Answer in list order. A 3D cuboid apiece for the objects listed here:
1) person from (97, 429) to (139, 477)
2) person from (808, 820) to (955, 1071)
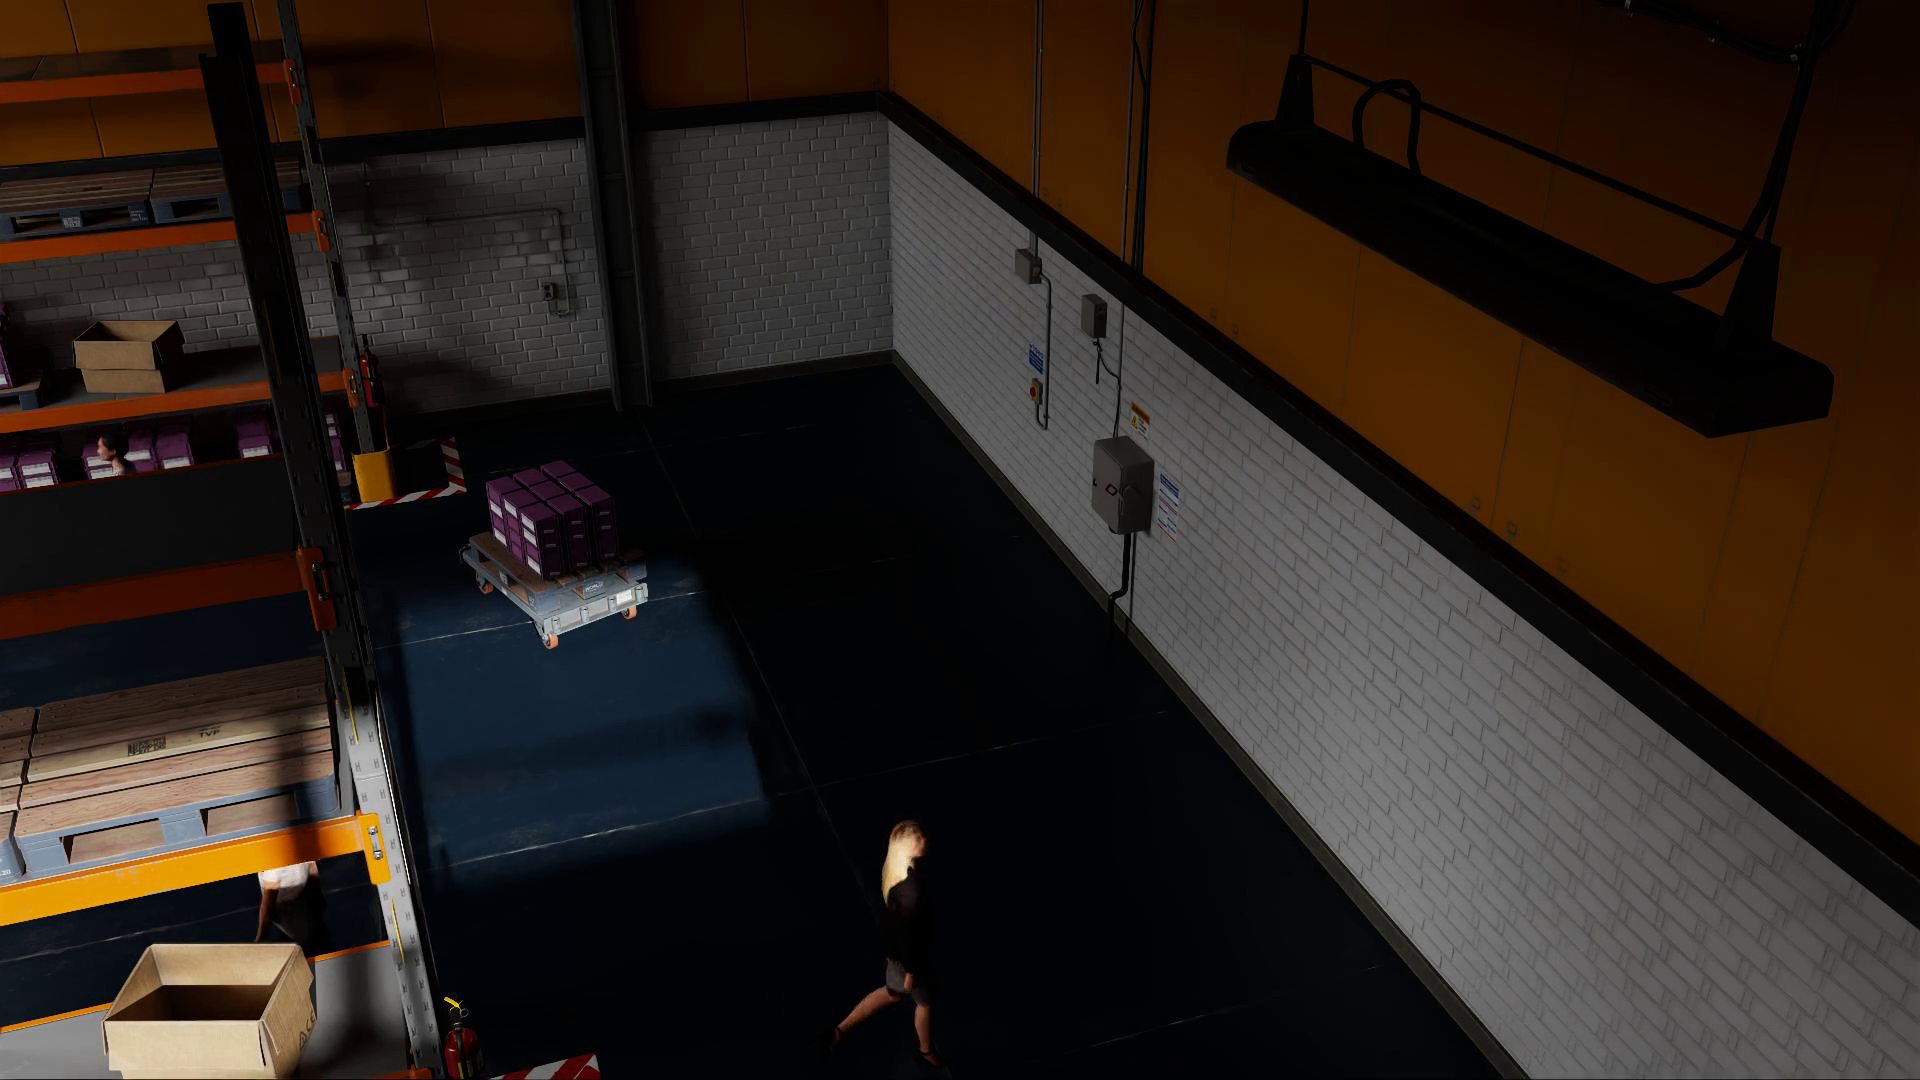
[{"bbox_3d":[-6.759,-0.170,13.771,0.551,1.603,0.580,-11,30,-19],"label":"person"},{"bbox_3d":[-0.399,2.280,9.063,1.075,1.811,0.687,-7,29,-12],"label":"person"}]
